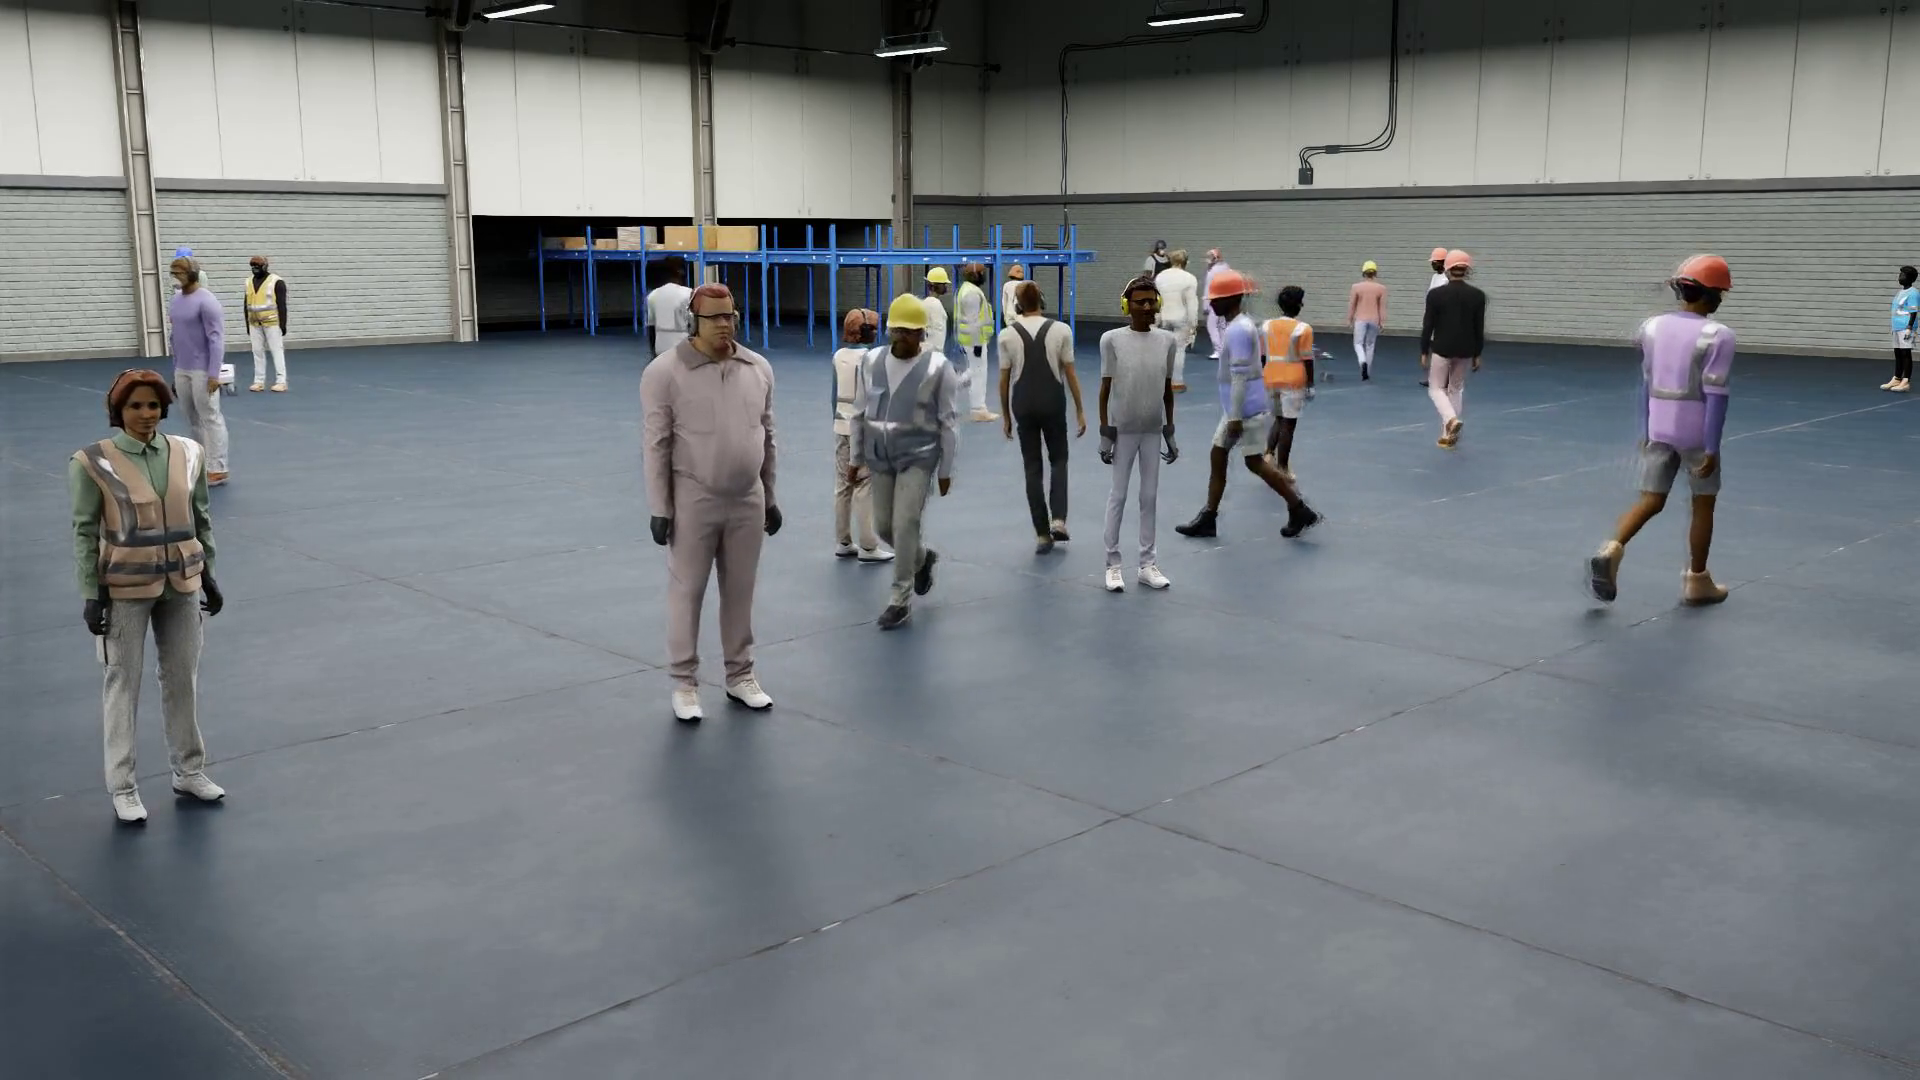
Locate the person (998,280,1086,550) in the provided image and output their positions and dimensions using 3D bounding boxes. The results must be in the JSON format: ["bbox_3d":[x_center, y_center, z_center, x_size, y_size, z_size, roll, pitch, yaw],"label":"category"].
[{"bbox_3d":[0.553,-0.840,11.239,0.603,1.808,0.437,1,10,6],"label":"person"}]

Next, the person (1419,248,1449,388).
[{"bbox_3d":[6.667,-3.094,23.183,0.373,1.934,0.551,-2,11,-13],"label":"person"}]

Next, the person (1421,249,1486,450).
[{"bbox_3d":[4.857,-1.858,16.344,0.630,1.975,0.666,-1,10,-4],"label":"person"}]

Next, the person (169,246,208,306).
[{"bbox_3d":[-11.523,-3.409,24.870,0.605,1.949,0.383,1,10,5],"label":"person"}]

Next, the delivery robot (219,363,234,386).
[{"bbox_3d":[-9.930,-2.194,21.905,0.477,0.478,0.707,4,11,23],"label":"delivery robot"}]

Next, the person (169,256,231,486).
[{"bbox_3d":[-6.479,-1.433,14.121,0.635,1.937,0.354,7,12,33],"label":"person"}]

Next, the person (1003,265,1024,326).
[{"bbox_3d":[0.906,-3.604,26.794,0.499,1.632,0.285,9,14,41],"label":"person"}]

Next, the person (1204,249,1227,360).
[{"bbox_3d":[4.399,-4.049,28.591,0.396,1.872,0.751,6,12,29],"label":"person"}]

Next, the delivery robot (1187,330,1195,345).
[{"bbox_3d":[4.067,-3.748,30.383,0.477,0.478,0.707,0,10,-2],"label":"delivery robot"}]

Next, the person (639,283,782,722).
[{"bbox_3d":[-1.069,-0.170,7.323,0.651,1.906,0.403,-7,13,-34],"label":"person"}]

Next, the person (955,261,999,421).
[{"bbox_3d":[0.108,-2.279,19.050,0.604,1.826,0.631,-1,10,-4],"label":"person"}]

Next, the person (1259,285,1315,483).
[{"bbox_3d":[2.795,-1.325,14.207,0.373,1.681,0.553,-10,14,-42],"label":"person"}]

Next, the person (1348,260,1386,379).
[{"bbox_3d":[5.968,-3.216,24.369,0.528,1.745,0.671,0,10,2],"label":"person"}]

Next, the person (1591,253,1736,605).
[{"bbox_3d":[4.051,-0.611,9.451,0.869,2.017,0.618,-6,12,-29],"label":"person"}]

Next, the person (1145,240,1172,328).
[{"bbox_3d":[4.515,-5.708,37.267,0.693,2.000,0.989,-4,11,-21],"label":"person"}]

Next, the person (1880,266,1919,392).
[{"bbox_3d":[12.845,-2.875,22.645,0.319,1.696,0.532,1,10,7],"label":"person"}]

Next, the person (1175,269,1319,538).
[{"bbox_3d":[2.041,-0.938,11.605,0.938,1.892,0.578,1,10,5],"label":"person"}]

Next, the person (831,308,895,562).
[{"bbox_3d":[-0.656,-0.685,10.855,0.315,1.640,0.515,-8,13,-38],"label":"person"}]

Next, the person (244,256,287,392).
[{"bbox_3d":[-9.475,-2.947,22.668,0.635,1.835,0.429,2,11,11],"label":"person"}]

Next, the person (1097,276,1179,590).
[{"bbox_3d":[1.071,-0.639,9.979,0.513,1.872,0.328,-3,11,-17],"label":"person"}]

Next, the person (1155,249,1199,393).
[{"bbox_3d":[2.914,-2.945,22.394,0.656,1.928,0.456,9,13,39],"label":"person"}]

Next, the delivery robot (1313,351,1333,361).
[{"bbox_3d":[5.039,-2.714,24.033,0.698,0.223,0.335,-2,11,-11],"label":"delivery robot"}]

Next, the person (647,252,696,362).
[{"bbox_3d":[-2.897,-1.915,16.719,0.630,1.946,0.622,6,12,31],"label":"person"}]

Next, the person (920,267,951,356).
[{"bbox_3d":[-0.258,-2.030,17.846,0.329,1.767,0.528,-2,11,-13],"label":"person"}]

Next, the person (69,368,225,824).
[{"bbox_3d":[-2.958,0.192,6.082,0.311,1.636,0.523,7,13,35],"label":"person"}]

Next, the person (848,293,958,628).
[{"bbox_3d":[-0.285,-0.462,9.199,0.596,1.802,0.735,5,11,24],"label":"person"}]
